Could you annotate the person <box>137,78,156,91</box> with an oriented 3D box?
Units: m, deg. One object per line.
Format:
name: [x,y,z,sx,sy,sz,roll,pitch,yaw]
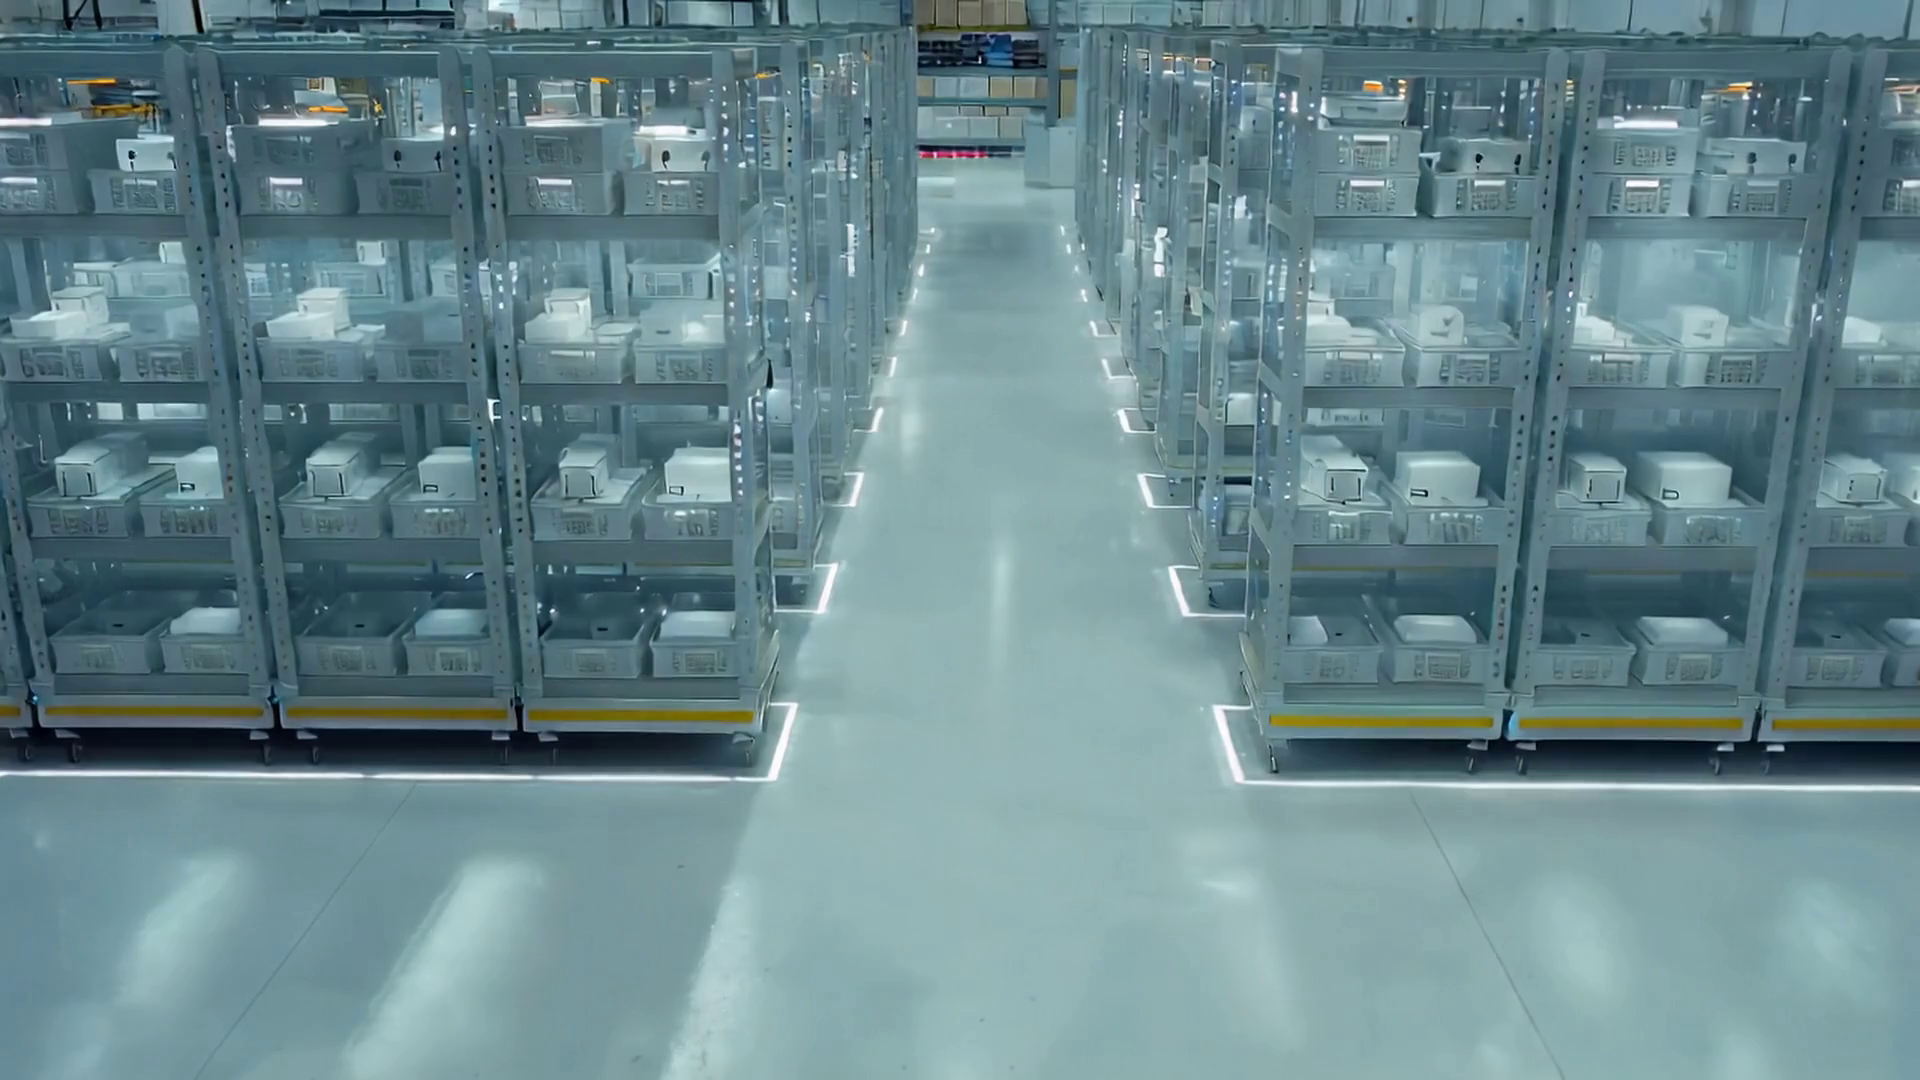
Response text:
person: [-26.878,-14.332,55.044,0.655,1.826,0.446,0,17,1]

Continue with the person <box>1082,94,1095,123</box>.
person: [3.330,-10.495,42.567,0.611,1.985,0.415,-1,17,-4]
